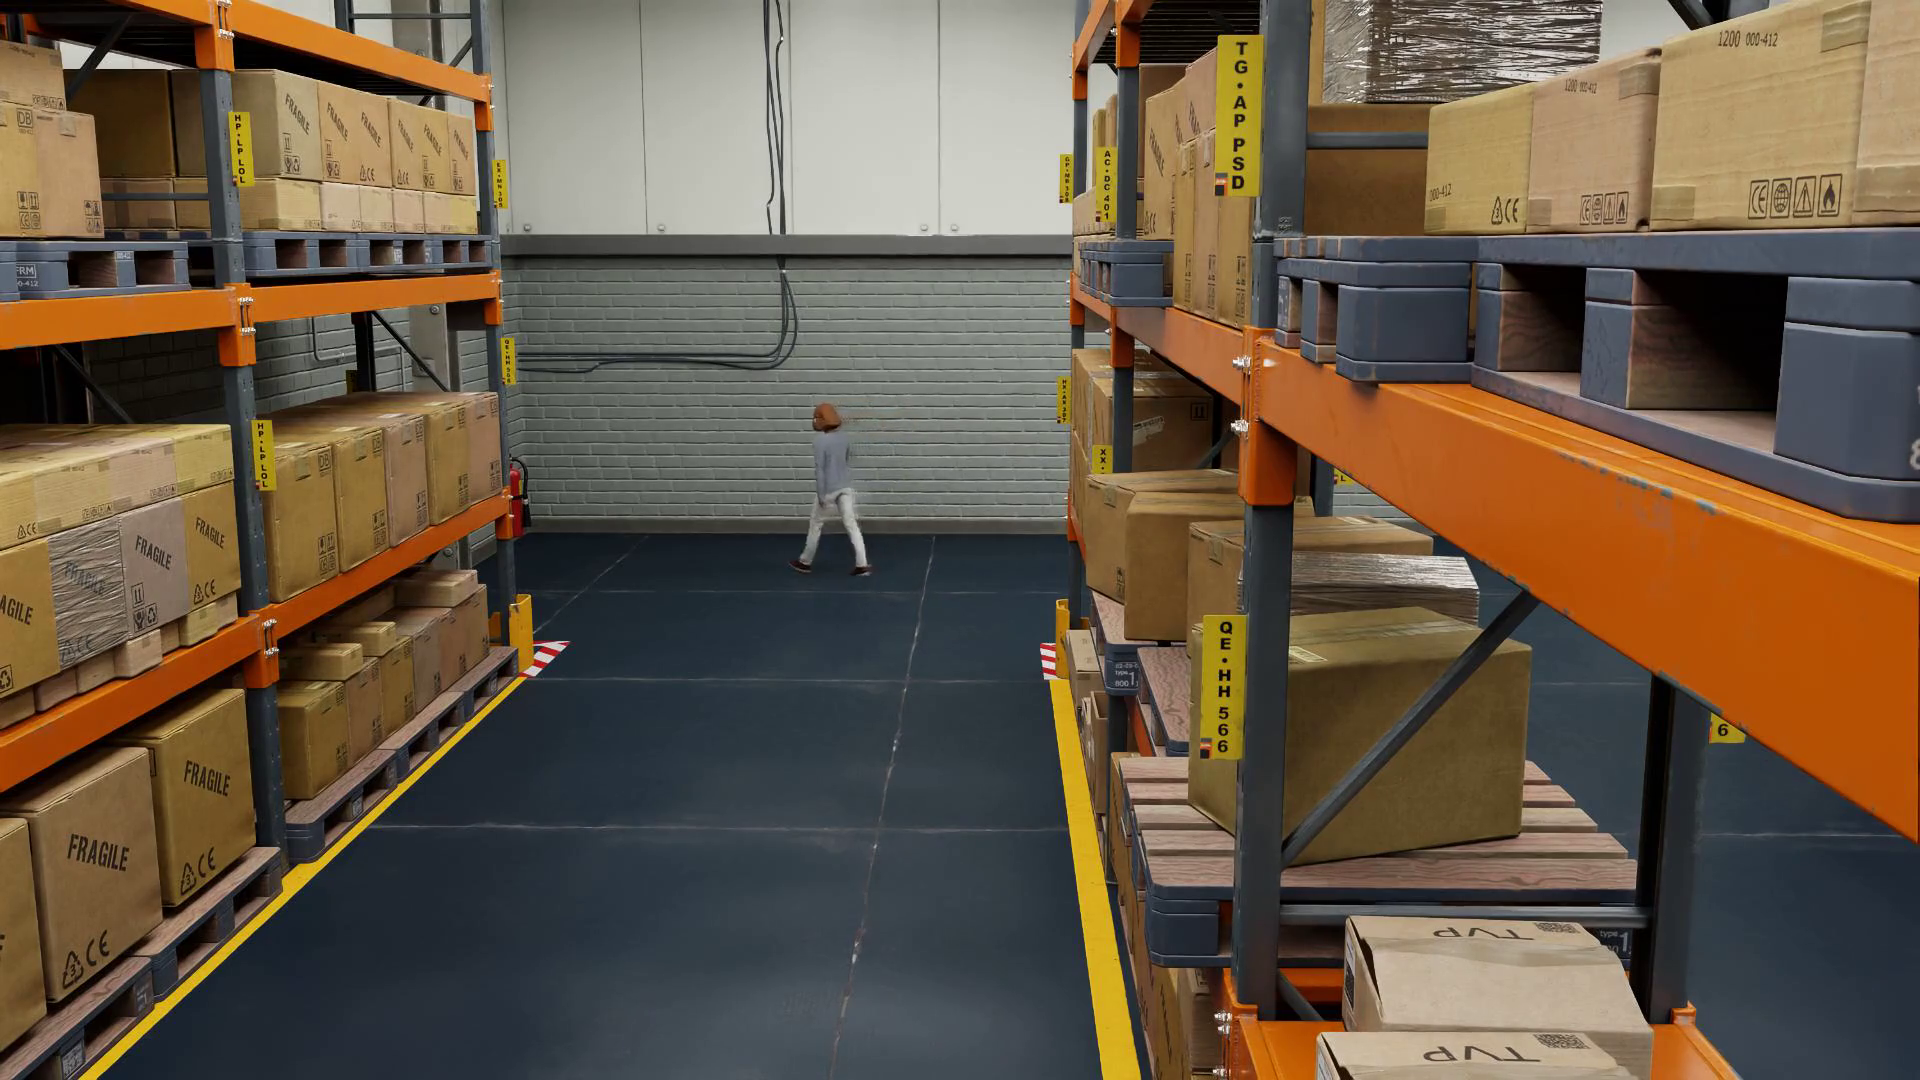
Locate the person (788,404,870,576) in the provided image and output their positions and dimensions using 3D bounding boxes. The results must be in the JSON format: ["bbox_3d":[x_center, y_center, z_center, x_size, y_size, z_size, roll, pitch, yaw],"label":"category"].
[{"bbox_3d":[-1.177,-0.456,15.275,0.872,1.587,0.512,9,13,40],"label":"person"}]
